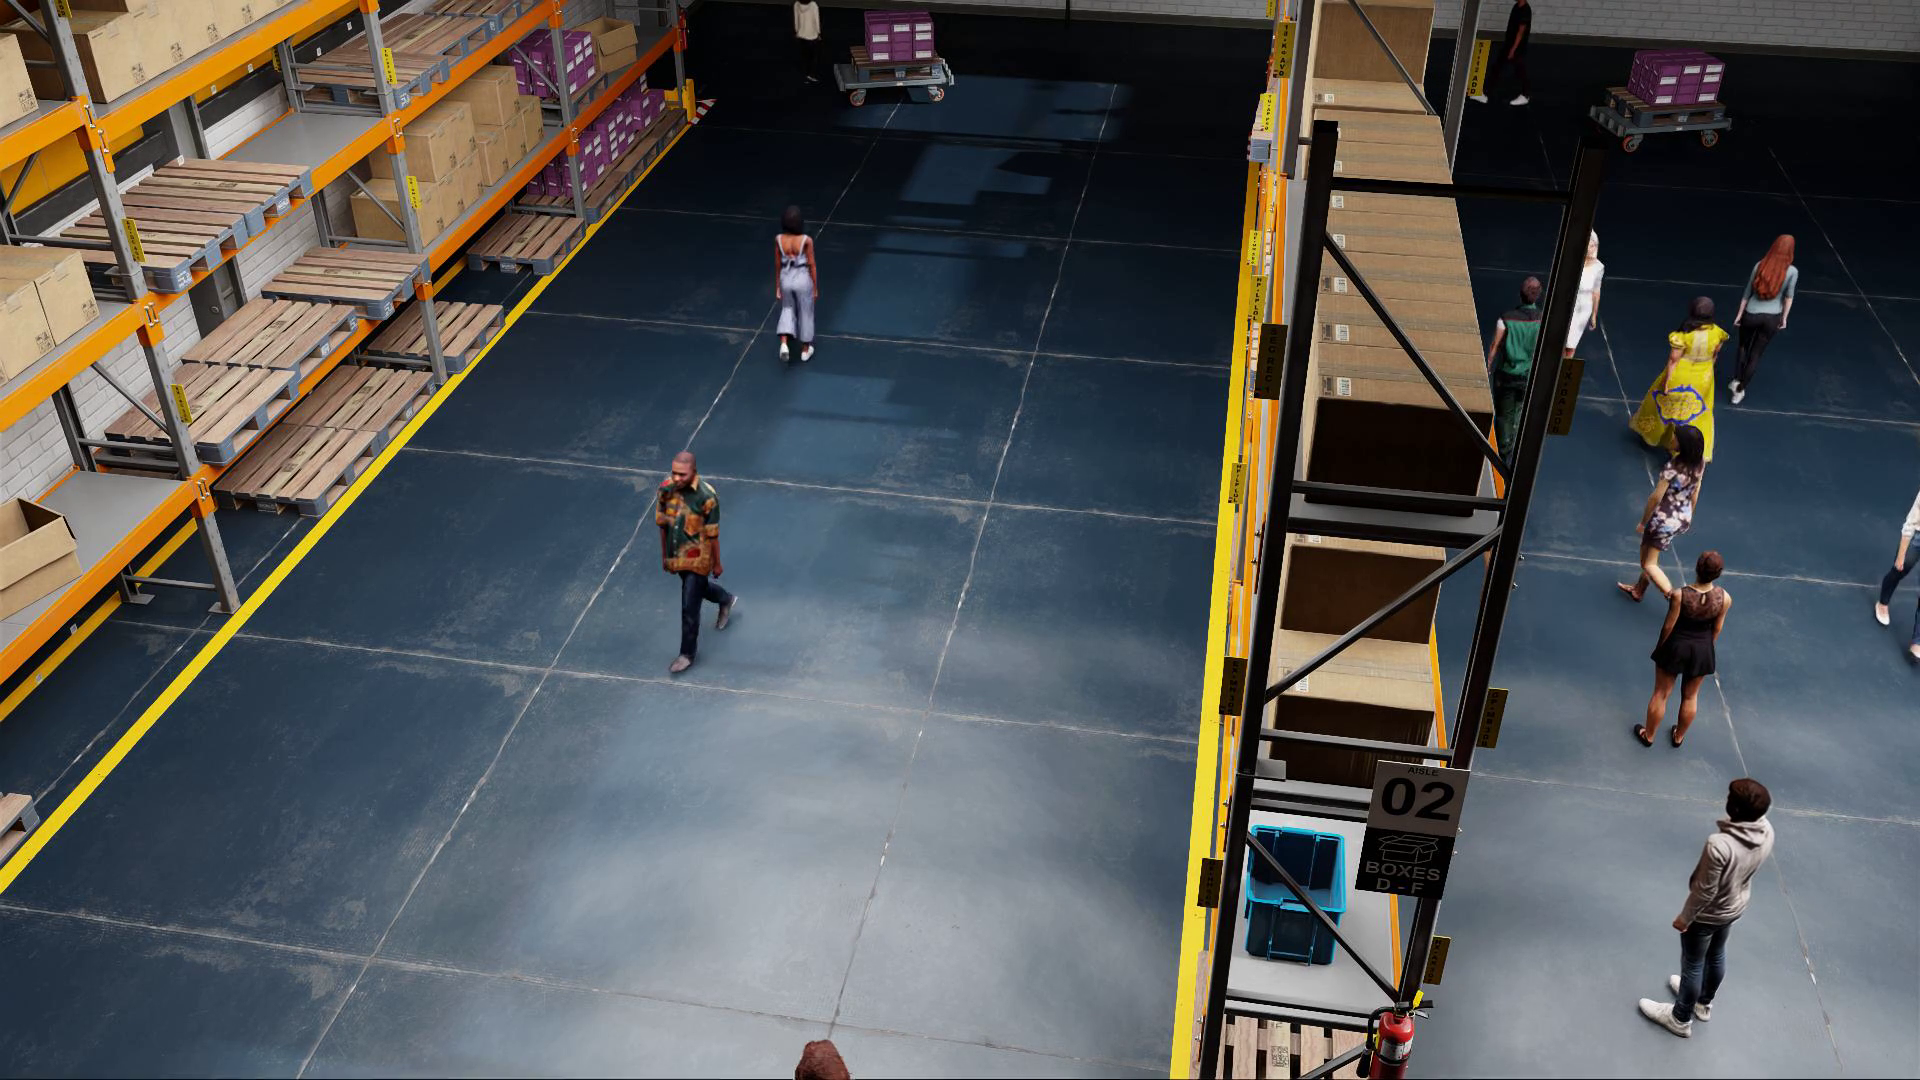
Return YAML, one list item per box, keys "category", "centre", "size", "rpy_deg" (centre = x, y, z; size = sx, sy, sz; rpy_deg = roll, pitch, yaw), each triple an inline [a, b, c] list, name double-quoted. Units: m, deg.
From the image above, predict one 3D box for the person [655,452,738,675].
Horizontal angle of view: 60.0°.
- category: "person"
  centre: [-2.016, 0.080, 12.780]
  size: [0.940, 1.779, 1.265]
  rpy_deg: [17, 37, 24]

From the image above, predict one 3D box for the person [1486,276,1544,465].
- category: "person"
  centre: [5.065, -1.489, 15.096]
  size: [0.694, 1.828, 0.692]
  rpy_deg: [3, 34, 5]

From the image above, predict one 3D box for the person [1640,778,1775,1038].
- category: "person"
  centre: [4.376, 2.126, 9.636]
  size: [0.751, 1.852, 0.808]
  rpy_deg: [-21, 39, -28]

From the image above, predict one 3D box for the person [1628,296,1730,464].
- category: "person"
  centre: [6.652, -1.381, 15.127]
  size: [0.766, 1.615, 1.203]
  rpy_deg: [4, 34, 6]

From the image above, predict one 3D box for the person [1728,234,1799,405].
- category: "person"
  centre: [7.742, -2.098, 16.100]
  size: [0.689, 1.731, 0.688]
  rpy_deg: [15, 37, 22]

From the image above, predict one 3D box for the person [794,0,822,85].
- category: "person"
  centre: [-2.251, -7.381, 24.301]
  size: [0.648, 1.451, 0.620]
  rpy_deg: [14, 36, 20]

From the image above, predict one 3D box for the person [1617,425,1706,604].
- category: "person"
  centre: [5.614, -0.091, 13.094]
  size: [0.960, 1.717, 1.072]
  rpy_deg: [-17, 37, -24]

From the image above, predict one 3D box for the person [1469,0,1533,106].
- category: "person"
  centre: [7.888, -6.952, 23.394]
  size: [0.907, 1.741, 1.097]
  rpy_deg: [-3, 34, -5]

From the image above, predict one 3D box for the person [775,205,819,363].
- category: "person"
  centre: [-1.670, -2.525, 16.786]
  size: [0.568, 1.684, 0.813]
  rpy_deg: [6, 34, 9]

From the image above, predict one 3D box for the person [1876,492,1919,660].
- category: "person"
  centre: [7.486, 0.018, 12.960]
  size: [0.637, 1.683, 1.107]
  rpy_deg: [7, 34, 11]

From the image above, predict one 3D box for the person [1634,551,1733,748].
- category: "person"
  centre: [5.159, 0.778, 11.825]
  size: [0.579, 1.673, 0.566]
  rpy_deg: [4, 34, 5]

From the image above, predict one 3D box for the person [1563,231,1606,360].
- category: "person"
  centre: [6.009, -2.276, 16.365]
  size: [0.630, 1.735, 0.656]
  rpy_deg: [1, 34, 1]
